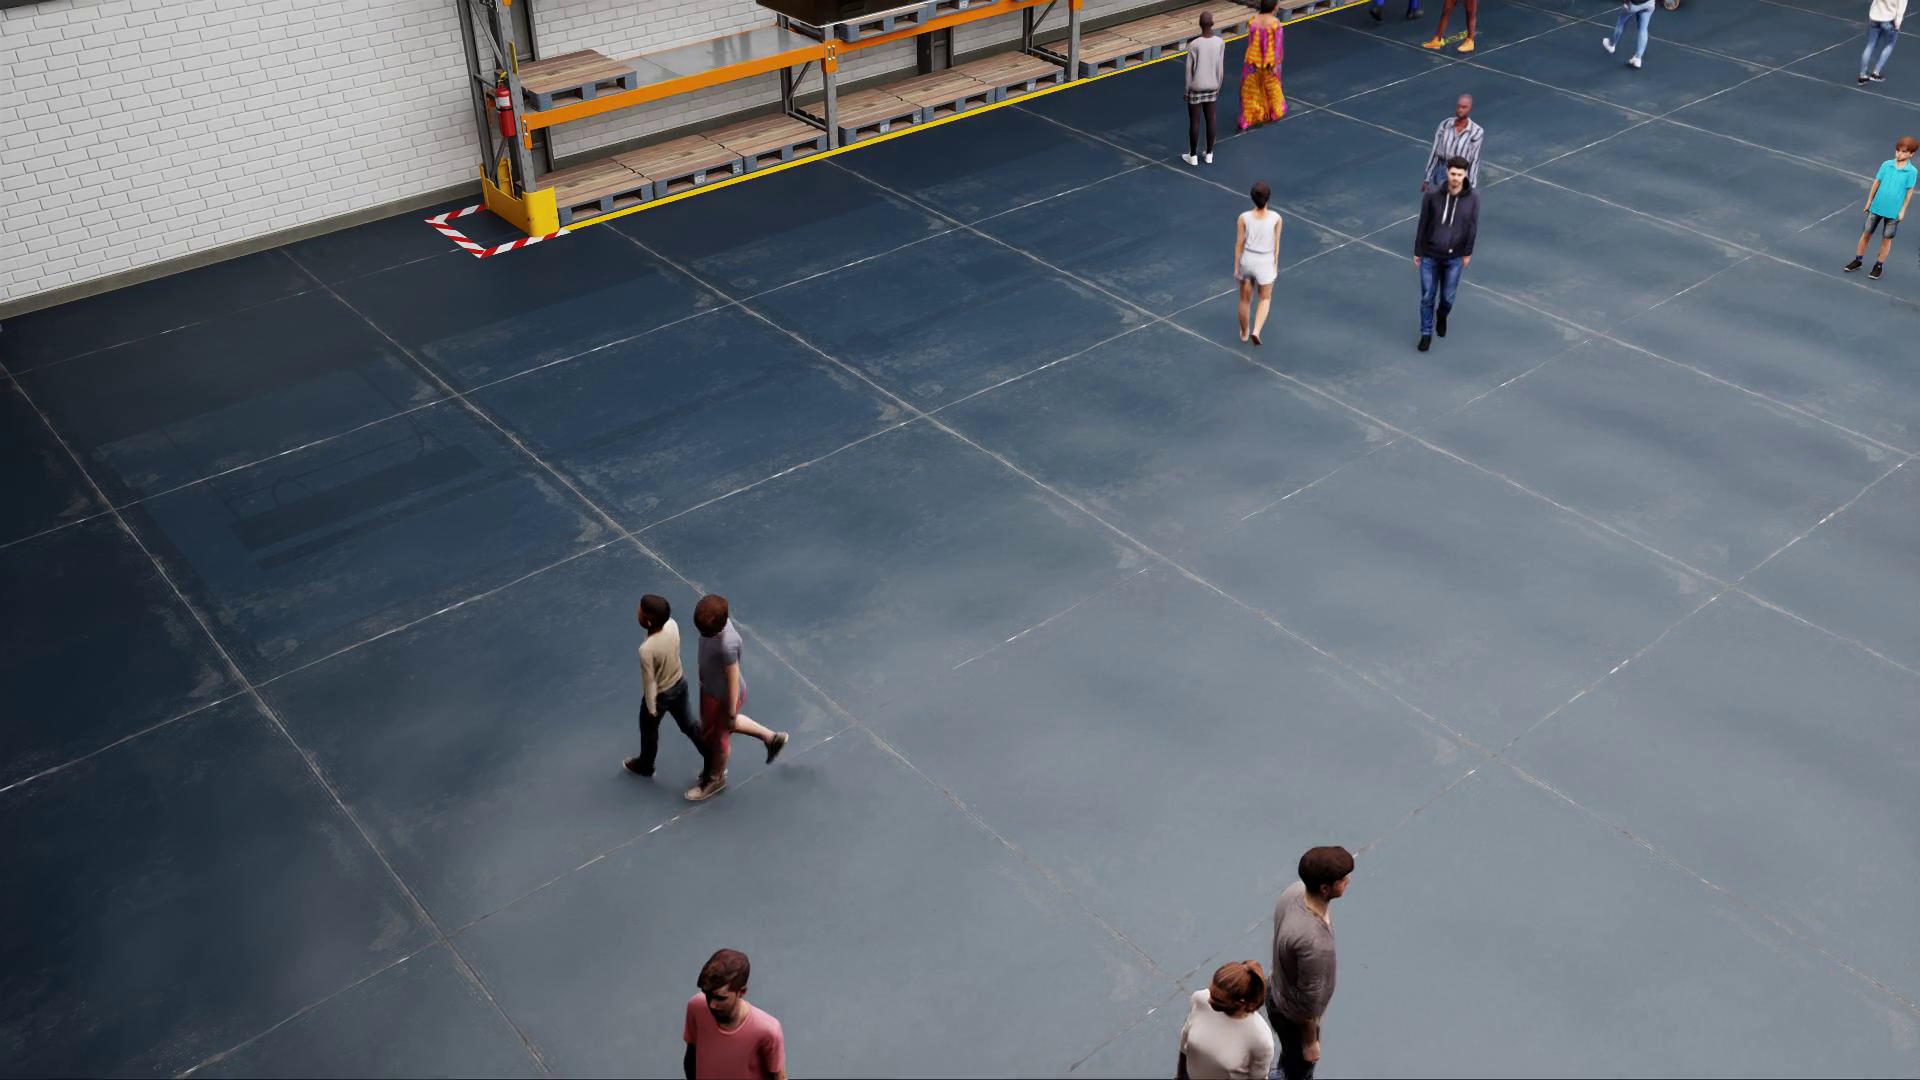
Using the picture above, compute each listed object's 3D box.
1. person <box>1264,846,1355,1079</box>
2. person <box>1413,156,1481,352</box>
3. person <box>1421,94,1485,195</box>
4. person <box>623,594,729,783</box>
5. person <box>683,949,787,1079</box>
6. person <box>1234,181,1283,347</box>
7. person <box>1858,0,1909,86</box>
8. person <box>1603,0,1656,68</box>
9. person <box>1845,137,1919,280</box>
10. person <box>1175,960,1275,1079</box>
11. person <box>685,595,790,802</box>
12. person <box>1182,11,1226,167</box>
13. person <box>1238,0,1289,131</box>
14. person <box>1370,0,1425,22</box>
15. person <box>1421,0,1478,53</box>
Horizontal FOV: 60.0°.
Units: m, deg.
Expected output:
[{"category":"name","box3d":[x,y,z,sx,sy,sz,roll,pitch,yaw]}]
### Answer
[{"category":"person","box3d":[1.535,2.229,7.998,1.099,1.885,1.051,4,34,6]},{"category":"person","box3d":[4.474,-2.682,15.393,0.864,1.876,0.934,11,35,16]},{"category":"person","box3d":[5.044,-3.708,17.048,0.845,1.754,1.179,21,39,28]},{"category":"person","box3d":[-1.766,0.944,10.325,0.830,1.449,0.952,17,37,23]},{"category":"person","box3d":[-0.984,2.544,7.458,0.716,1.957,0.719,11,35,16]},{"category":"person","box3d":[2.737,-2.505,15.386,0.780,1.591,0.863,8,34,12]},{"category":"person","box3d":[12.035,-6.775,21.730,0.662,1.679,0.674,-19,38,-26]},{"category":"person","box3d":[9.204,-7.196,22.435,1.107,1.599,1.093,-3,34,-5]},{"category":"person","box3d":[9.391,-3.384,16.836,0.485,1.449,0.532,-28,43,-35]},{"category":"person","box3d":[1.199,2.536,7.678,0.539,1.727,0.622,-29,43,-36]},{"category":"person","box3d":[-1.380,0.930,10.200,1.029,1.611,0.823,-11,35,-16]},{"category":"person","box3d":[2.835,-5.260,19.366,0.616,1.772,0.748,-8,34,-12]},{"category":"person","box3d":[3.664,-5.849,20.350,0.772,1.664,1.145,26,42,34]},{"category":"person","box3d":[6.396,-8.395,24.050,1.257,1.809,0.630,-25,41,-33]},{"category":"person","box3d":[7.034,-7.570,22.911,1.053,1.696,0.783,-15,36,-21]}]
